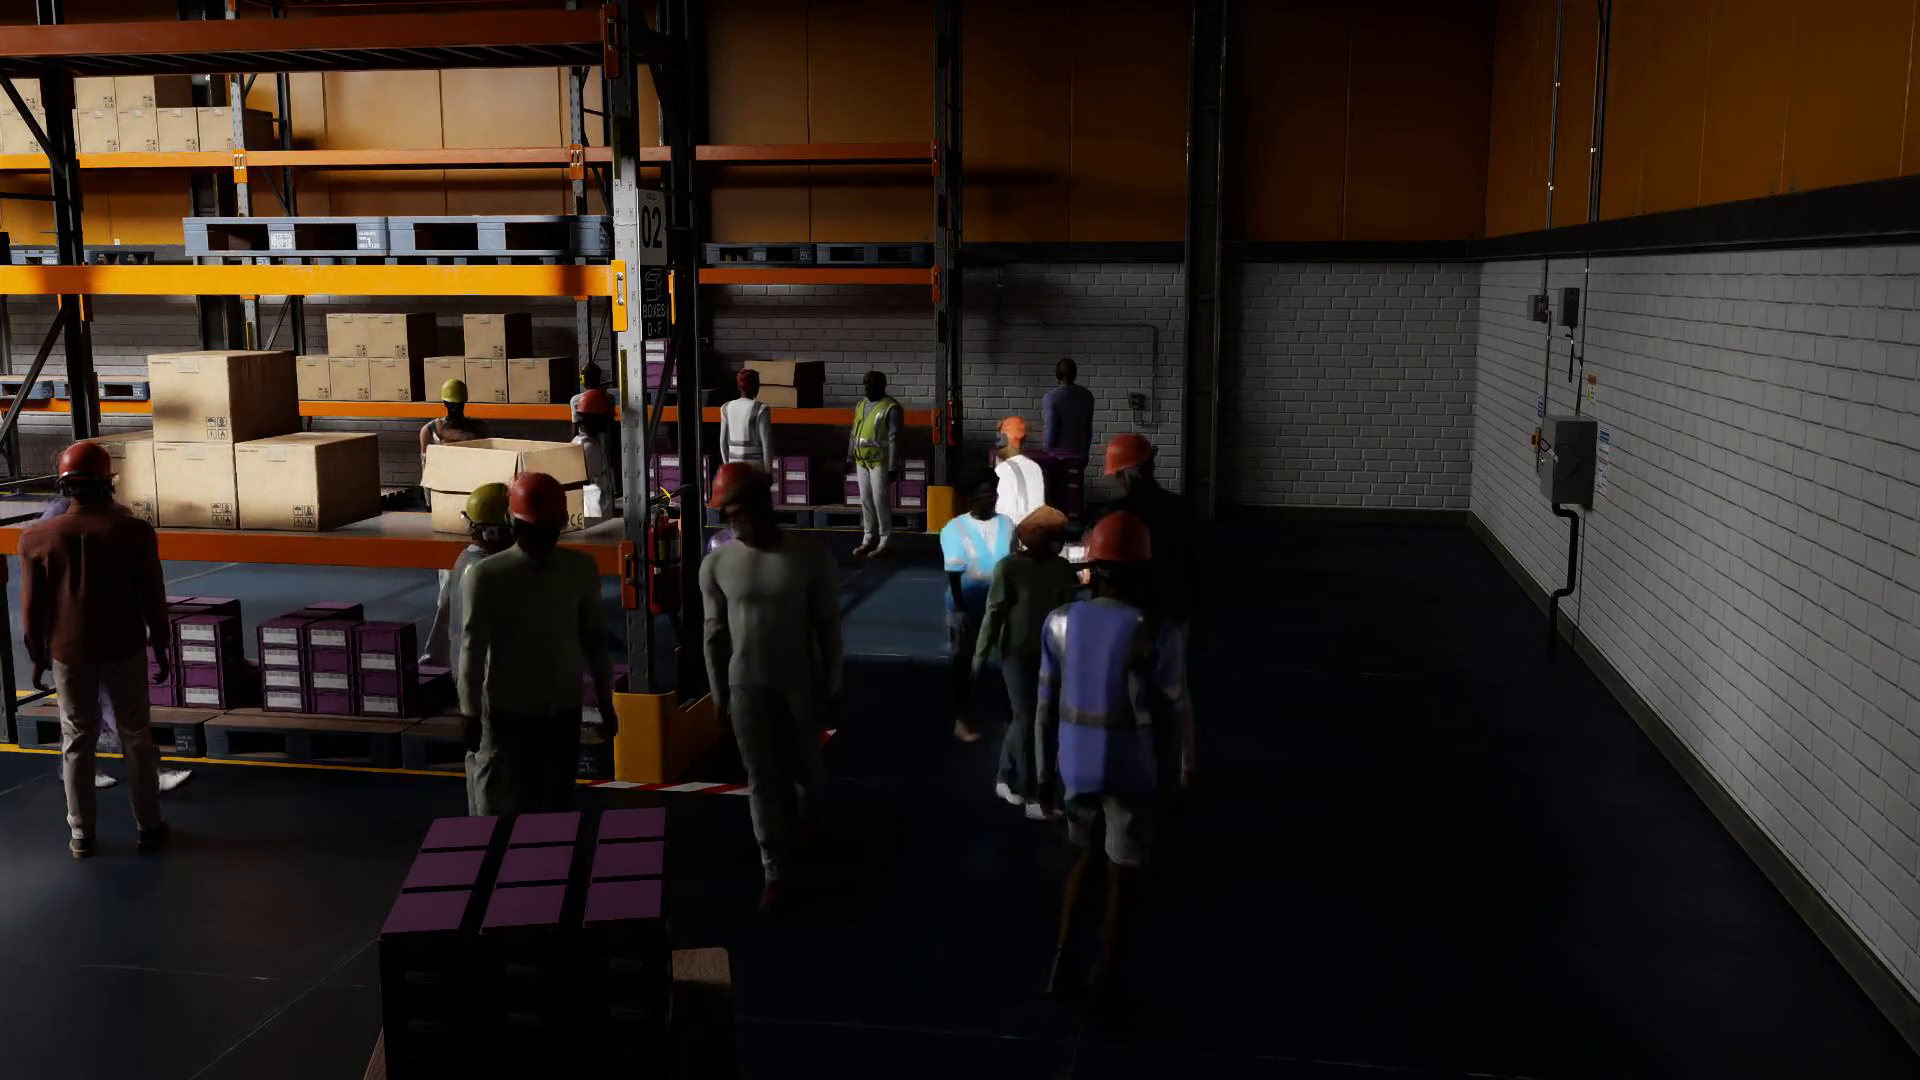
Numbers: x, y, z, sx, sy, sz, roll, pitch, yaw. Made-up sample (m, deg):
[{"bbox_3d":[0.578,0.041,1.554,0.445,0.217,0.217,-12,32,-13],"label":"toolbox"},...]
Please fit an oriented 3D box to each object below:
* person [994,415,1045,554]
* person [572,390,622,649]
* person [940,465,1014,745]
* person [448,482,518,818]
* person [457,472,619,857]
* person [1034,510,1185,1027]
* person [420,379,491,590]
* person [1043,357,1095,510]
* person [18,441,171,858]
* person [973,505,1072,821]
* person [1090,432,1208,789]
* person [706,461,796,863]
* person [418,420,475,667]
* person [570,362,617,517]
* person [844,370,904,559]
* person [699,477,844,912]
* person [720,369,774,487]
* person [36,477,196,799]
[{"bbox_3d":[0.410,0.117,10.955,0.536,1.849,0.618,6,11,31],"label":"person"},{"bbox_3d":[-2.709,-0.153,12.382,0.387,1.929,0.545,-3,10,-18],"label":"person"},{"bbox_3d":[0.173,0.410,9.670,0.549,1.669,0.703,-6,11,-34],"label":"person"},{"bbox_3d":[-2.156,0.643,7.739,0.404,1.833,0.591,-4,10,-23],"label":"person"},{"bbox_3d":[-1.761,0.688,7.007,0.633,1.971,0.451,-8,12,-43],"label":"person"},{"bbox_3d":[0.568,0.847,6.184,0.555,1.923,0.420,6,11,32],"label":"person"},{"bbox_3d":[-4.176,-0.387,13.884,0.582,1.919,0.396,-5,11,-31],"label":"person"},{"bbox_3d":[1.072,-0.872,16.808,0.636,1.939,0.363,-7,12,-38],"label":"person"},{"bbox_3d":[-4.128,0.523,7.980,0.625,1.992,0.386,-4,10,-22],"label":"person"},{"bbox_3d":[0.395,0.626,8.545,0.563,1.594,0.734,-7,11,-35],"label":"person"},{"bbox_3d":[1.038,0.402,8.887,0.690,1.947,0.623,-3,10,-21],"label":"person"},{"bbox_3d":[-0.943,0.558,8.051,0.564,1.917,0.601,5,10,26],"label":"person"},{"bbox_3d":[-3.449,0.091,11.263,0.905,1.800,0.635,-4,10,-24],"label":"person"},{"bbox_3d":[-3.801,-0.906,17.275,0.493,1.863,0.327,-6,11,-34],"label":"person"},{"bbox_3d":[-0.837,-0.748,16.367,0.439,1.841,0.635,-8,12,-41],"label":"person"},{"bbox_3d":[-0.843,0.656,7.467,0.656,1.898,0.707,0,9,0],"label":"person"},{"bbox_3d":[-2.009,-0.680,15.795,0.575,1.881,0.356,5,11,30],"label":"person"},{"bbox_3d":[-4.469,0.451,8.828,0.960,1.855,0.673,2,9,13],"label":"person"}]
